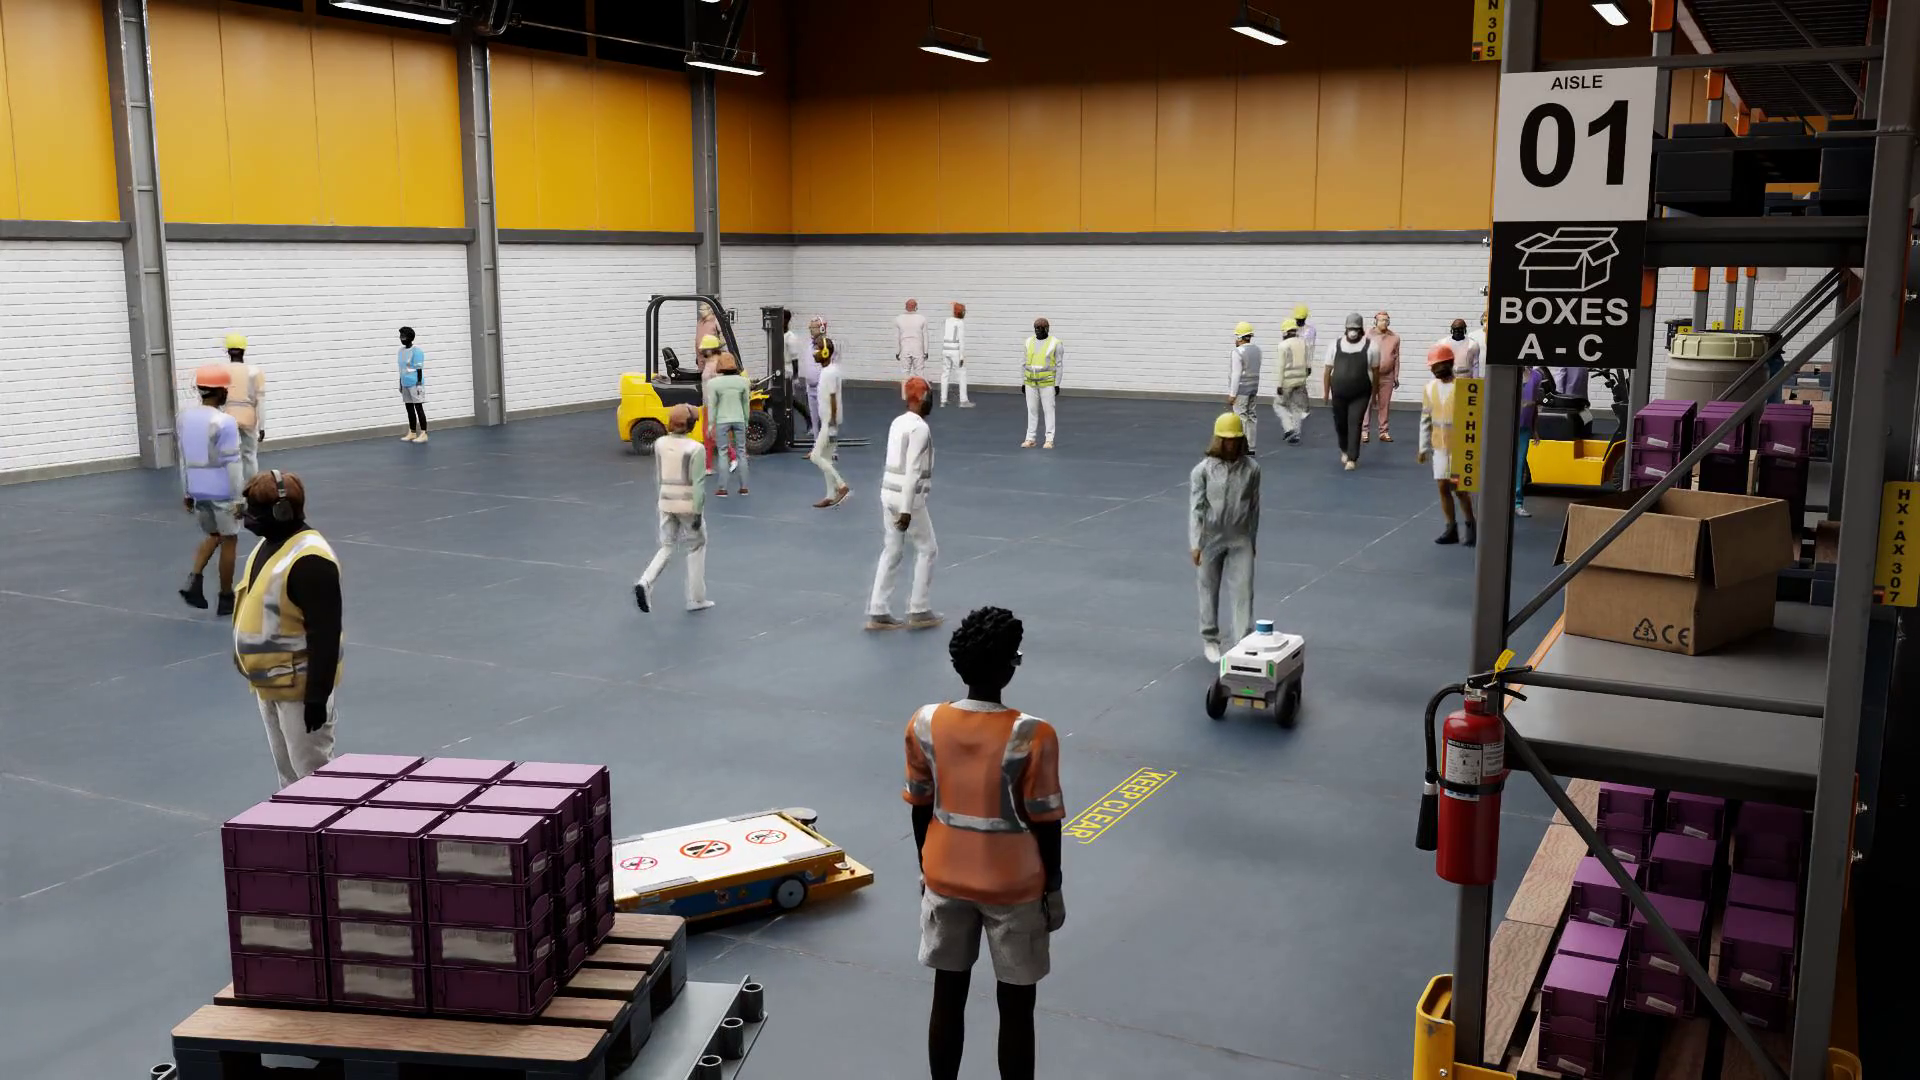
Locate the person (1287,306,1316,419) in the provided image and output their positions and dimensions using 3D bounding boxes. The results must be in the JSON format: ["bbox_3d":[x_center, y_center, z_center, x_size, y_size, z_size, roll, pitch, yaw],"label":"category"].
[{"bbox_3d":[5.595,-2.926,27.500,0.430,1.889,0.752,-5,11,-25],"label":"person"}]

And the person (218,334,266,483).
[{"bbox_3d":[-7.843,-1.301,18.085,0.588,1.878,0.993,-4,10,-20],"label":"person"}]

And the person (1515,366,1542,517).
[{"bbox_3d":[5.761,-1.149,17.313,0.563,1.838,0.390,-2,10,-13],"label":"person"}]

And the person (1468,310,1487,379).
[{"bbox_3d":[7.513,-2.313,23.762,0.632,1.940,0.372,4,11,22],"label":"person"}]

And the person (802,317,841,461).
[{"bbox_3d":[-1.852,-1.985,21.958,0.402,1.906,0.652,-8,13,-38],"label":"person"}]

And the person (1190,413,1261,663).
[{"bbox_3d":[1.754,0.026,10.884,0.501,1.695,0.881,-1,10,-7],"label":"person"}]

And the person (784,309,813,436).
[{"bbox_3d":[-2.523,-2.479,24.720,0.912,1.939,0.599,-4,11,-23],"label":"person"}]

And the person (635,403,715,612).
[{"bbox_3d":[-2.163,-0.227,12.610,0.518,1.614,0.641,6,11,29],"label":"person"}]

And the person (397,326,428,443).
[{"bbox_3d":[-7.965,-2.255,24.143,0.535,1.691,0.319,8,12,38],"label":"person"}]

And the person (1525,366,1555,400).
[{"bbox_3d":[8.567,-2.437,24.560,0.578,1.905,0.882,6,11,30],"label":"person"}]

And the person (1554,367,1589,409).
[{"bbox_3d":[7.589,-1.768,20.604,0.630,1.940,0.373,-7,12,-36],"label":"person"}]

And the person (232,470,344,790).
[{"bbox_3d":[-2.855,0.615,7.091,0.429,1.842,0.634,-8,13,-40],"label":"person"}]

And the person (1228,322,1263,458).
[{"bbox_3d":[3.778,-1.992,22.208,0.589,1.835,0.404,-10,14,-44],"label":"person"}]

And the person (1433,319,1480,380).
[{"bbox_3d":[6.895,-2.158,23.161,0.621,1.839,0.429,3,10,19],"label":"person"}]

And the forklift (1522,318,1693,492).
[{"bbox_3d":[7.066,-1.601,18.899,2.313,2.155,1.214,5,11,27],"label":"forklift"}]

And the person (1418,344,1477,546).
[{"bbox_3d":[4.579,-0.886,15.635,0.485,1.895,0.566,-9,13,-41],"label":"person"}]

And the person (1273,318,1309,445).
[{"bbox_3d":[4.729,-2.264,23.830,0.611,1.815,0.429,-6,12,-33],"label":"person"}]

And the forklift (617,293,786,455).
[{"bbox_3d":[-3.588,-2.317,23.042,2.313,2.155,1.214,-1,10,-5],"label":"forklift"}]

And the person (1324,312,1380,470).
[{"bbox_3d":[5.031,-1.952,21.375,0.693,2.000,0.894,4,11,23],"label":"person"}]

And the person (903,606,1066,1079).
[{"bbox_3d":[0.083,1.039,5.052,0.531,1.698,0.320,5,11,28],"label":"person"}]

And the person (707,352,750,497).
[{"bbox_3d":[-2.607,-1.306,18.812,0.505,1.632,0.273,-5,11,-25],"label":"person"}]

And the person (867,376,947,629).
[{"bbox_3d":[-0.388,-0.266,12.157,0.707,1.843,0.596,-5,11,-27],"label":"person"}]

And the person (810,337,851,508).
[{"bbox_3d":[-1.455,-1.243,17.835,0.389,1.847,0.548,-2,10,-12],"label":"person"}]

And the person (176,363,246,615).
[{"bbox_3d":[-5.636,-0.371,12.562,0.569,1.920,0.464,4,11,22],"label":"person"}]

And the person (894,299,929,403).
[{"bbox_3d":[-0.880,-3.472,30.562,0.639,1.911,0.406,1,10,7],"label":"person"}]

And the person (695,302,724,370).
[{"bbox_3d":[-4.391,-3.191,28.941,0.651,1.904,0.403,8,13,39],"label":"person"}]

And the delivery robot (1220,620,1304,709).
[{"bbox_3d":[1.809,0.722,9.920,0.477,0.478,0.707,5,11,26],"label":"delivery robot"}]

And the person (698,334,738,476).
[{"bbox_3d":[-3.034,-1.646,20.432,0.525,1.760,0.540,-4,10,-21],"label":"person"}]

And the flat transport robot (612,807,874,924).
[{"bbox_3d":[-1.145,1.412,7.017,1.431,0.197,0.652,-6,12,-32],"label":"flat transport robot"}]

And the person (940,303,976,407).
[{"bbox_3d":[-0.053,-3.282,29.649,0.579,1.864,0.669,-8,13,-40],"label":"person"}]

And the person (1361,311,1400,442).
[{"bbox_3d":[6.098,-2.374,24.196,0.643,1.913,0.410,-1,10,-8],"label":"person"}]

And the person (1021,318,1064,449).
[{"bbox_3d":[1.135,-2.200,23.398,0.621,1.840,0.429,5,11,27],"label":"person"}]
